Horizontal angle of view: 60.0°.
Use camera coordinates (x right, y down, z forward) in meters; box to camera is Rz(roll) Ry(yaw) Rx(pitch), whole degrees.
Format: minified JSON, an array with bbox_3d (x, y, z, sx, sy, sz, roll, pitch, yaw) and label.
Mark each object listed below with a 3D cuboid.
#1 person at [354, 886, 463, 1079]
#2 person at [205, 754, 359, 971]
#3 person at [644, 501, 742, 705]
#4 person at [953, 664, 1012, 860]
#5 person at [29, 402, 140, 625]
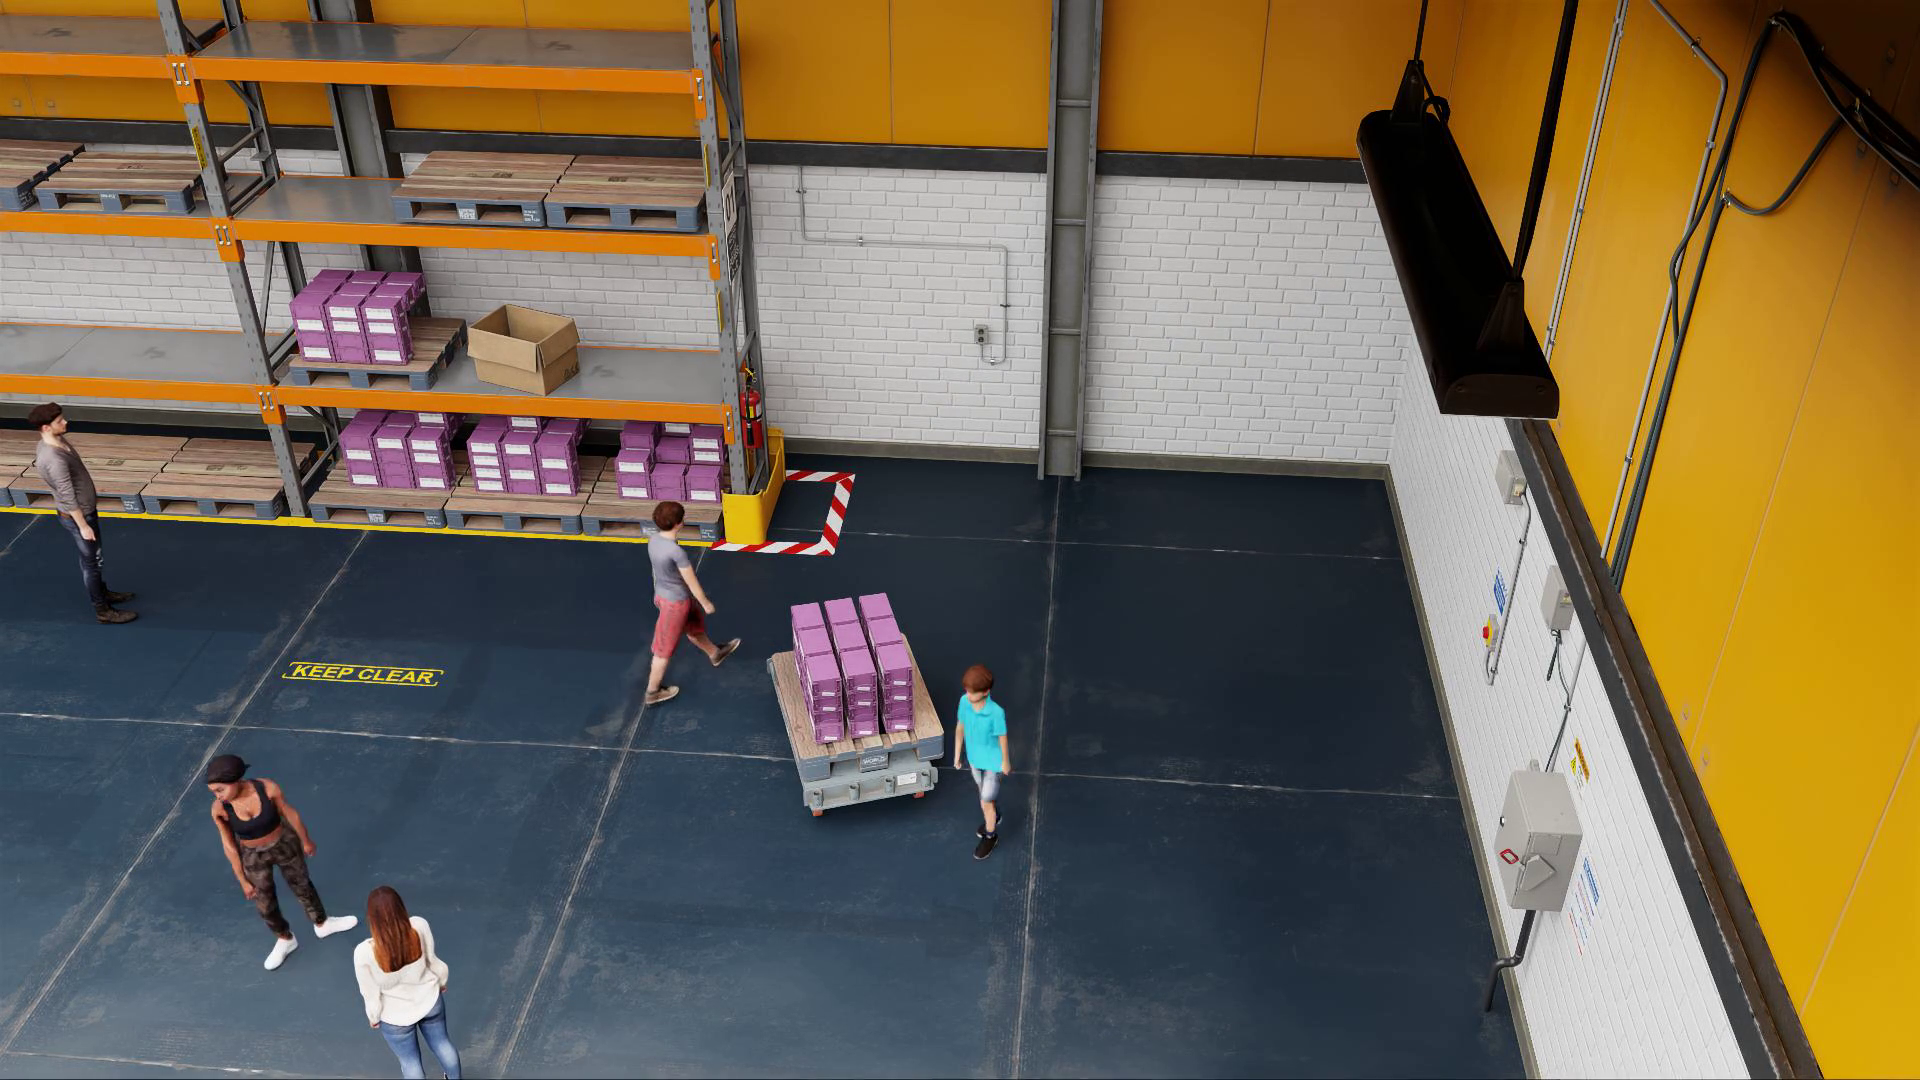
[{"bbox_3d":[-3.003,2.531,9.090,0.697,1.692,0.755,-25,41,-33],"label":"person"},{"bbox_3d":[-4.127,1.876,10.087,0.725,1.681,0.866,-26,41,-33],"label":"person"},{"bbox_3d":[-2.167,0.500,12.224,1.159,1.606,1.039,-21,39,-28],"label":"person"},{"bbox_3d":[0.211,1.382,11.054,0.713,1.434,0.764,25,41,33],"label":"person"},{"bbox_3d":[-6.915,-0.215,13.031,0.787,1.903,0.785,-16,37,-23],"label":"person"}]
